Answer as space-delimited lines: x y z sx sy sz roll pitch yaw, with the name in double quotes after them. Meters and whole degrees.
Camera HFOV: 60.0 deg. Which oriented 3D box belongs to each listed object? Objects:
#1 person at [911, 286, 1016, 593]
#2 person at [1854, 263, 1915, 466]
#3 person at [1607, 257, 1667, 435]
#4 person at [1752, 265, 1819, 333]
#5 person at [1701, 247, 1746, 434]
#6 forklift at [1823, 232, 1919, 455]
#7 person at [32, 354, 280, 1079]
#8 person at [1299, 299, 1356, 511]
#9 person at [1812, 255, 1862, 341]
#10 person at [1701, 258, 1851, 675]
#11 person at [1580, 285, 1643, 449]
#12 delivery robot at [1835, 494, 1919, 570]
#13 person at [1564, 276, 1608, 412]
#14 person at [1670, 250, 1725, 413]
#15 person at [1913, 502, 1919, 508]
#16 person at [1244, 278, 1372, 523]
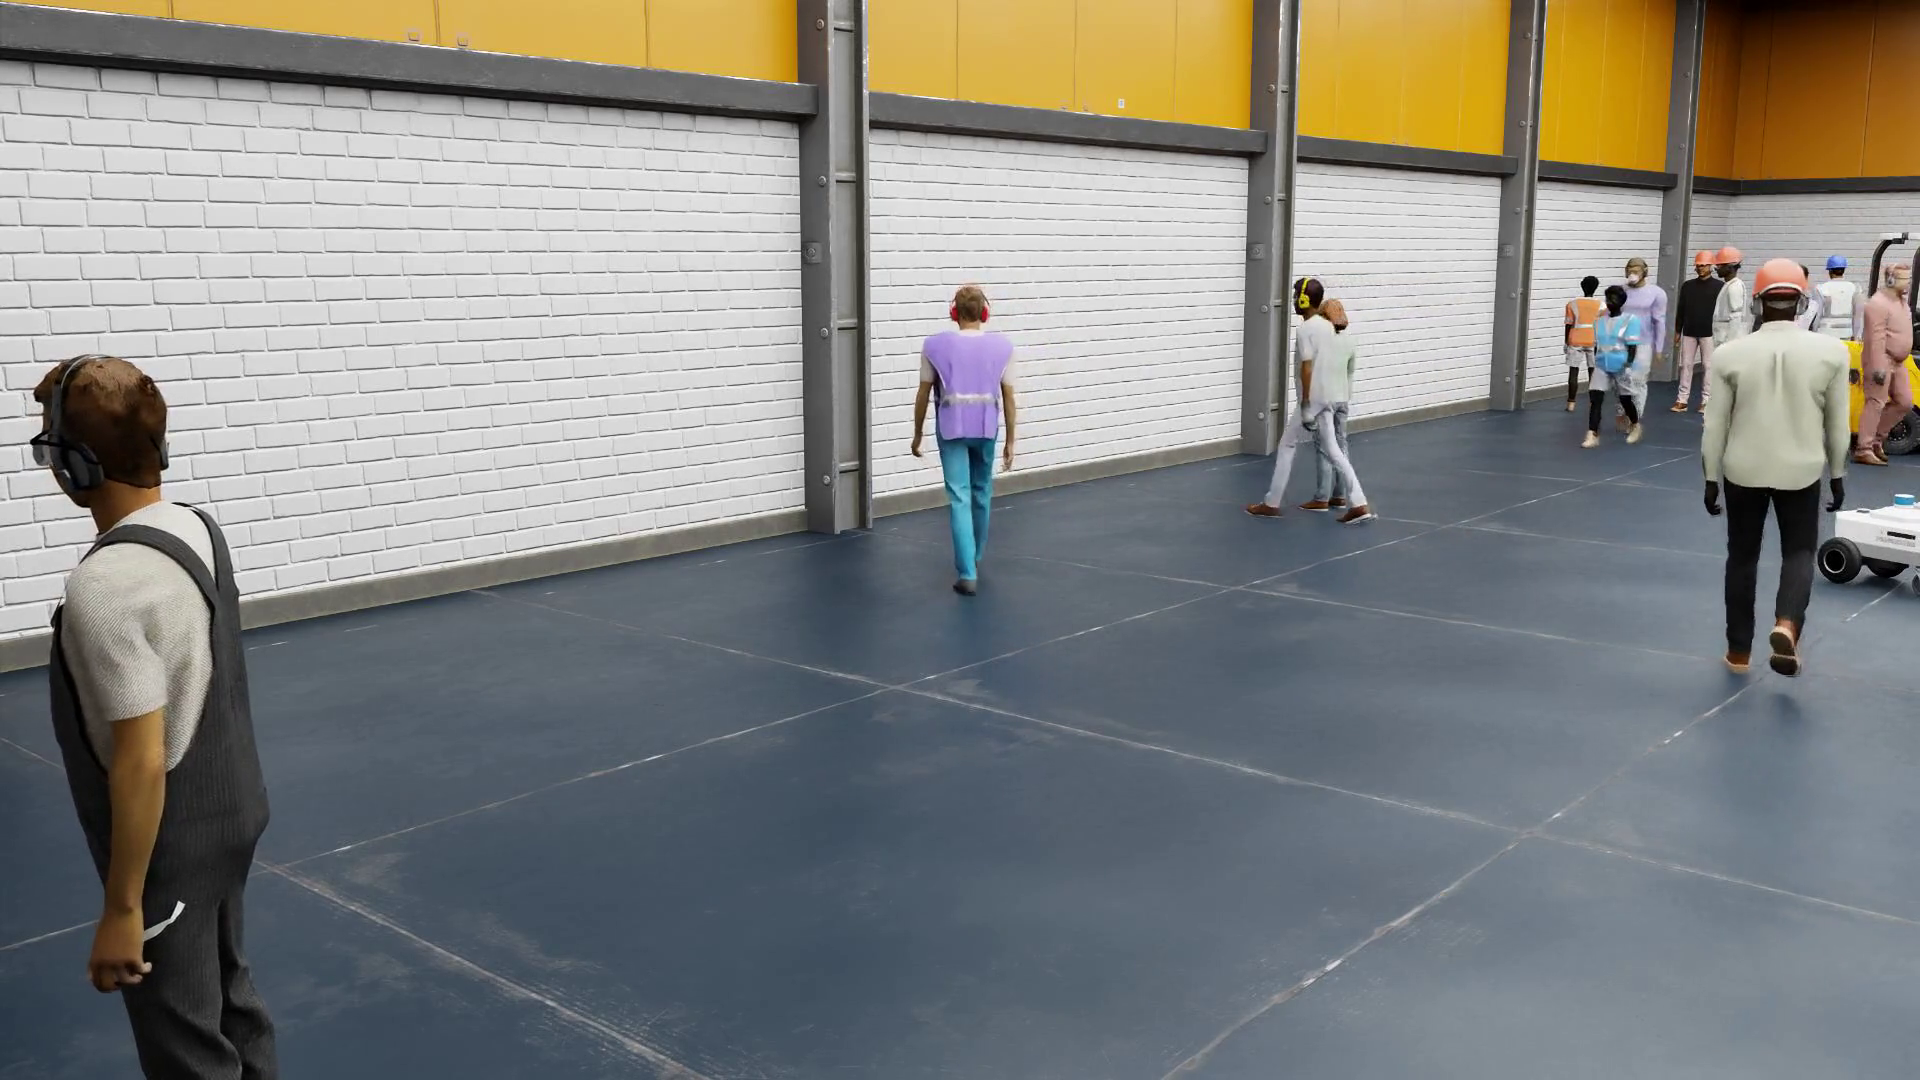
0.025 -0.620 10.045 0.592 1.792 0.979 -2 10 -13 "person"
8.651 -1.626 15.505 0.650 1.892 0.439 -7 12 -35 "person"
7.311 -2.097 18.055 0.643 1.922 0.429 6 12 32 "person"
7.971 -1.749 16.253 0.616 1.881 0.822 1 10 4 "person"
8.375 -2.184 18.239 0.395 2.038 0.615 4 11 20 "person"
9.955 -1.972 16.595 2.313 2.155 1.214 1 10 8 "forklift"
-1.465 0.583 3.052 0.351 1.843 0.506 -1 10 -6 "person"
2.852 -1.039 12.880 0.500 1.633 0.284 -8 13 -38 "person"
10.707 -2.518 20.414 0.616 1.942 0.408 0 10 -1 "person"
3.781 -0.310 7.730 0.639 1.981 0.629 4 11 23 "person"
6.696 -1.771 16.965 0.832 1.665 0.531 -8 13 -40 "person"
5.618 -0.028 9.927 0.477 0.478 0.707 -5 11 -24 "delivery robot"
7.744 -2.418 20.588 0.535 1.688 0.319 2 10 14 "person"
9.113 -2.556 20.486 0.611 1.996 0.379 9 13 42 "person"
7.643 -1.116 12.562 0.621 1.897 0.665 -5 11 -26 "person"
2.639 -1.026 12.326 1.004 1.817 0.513 9 13 42 "person"
